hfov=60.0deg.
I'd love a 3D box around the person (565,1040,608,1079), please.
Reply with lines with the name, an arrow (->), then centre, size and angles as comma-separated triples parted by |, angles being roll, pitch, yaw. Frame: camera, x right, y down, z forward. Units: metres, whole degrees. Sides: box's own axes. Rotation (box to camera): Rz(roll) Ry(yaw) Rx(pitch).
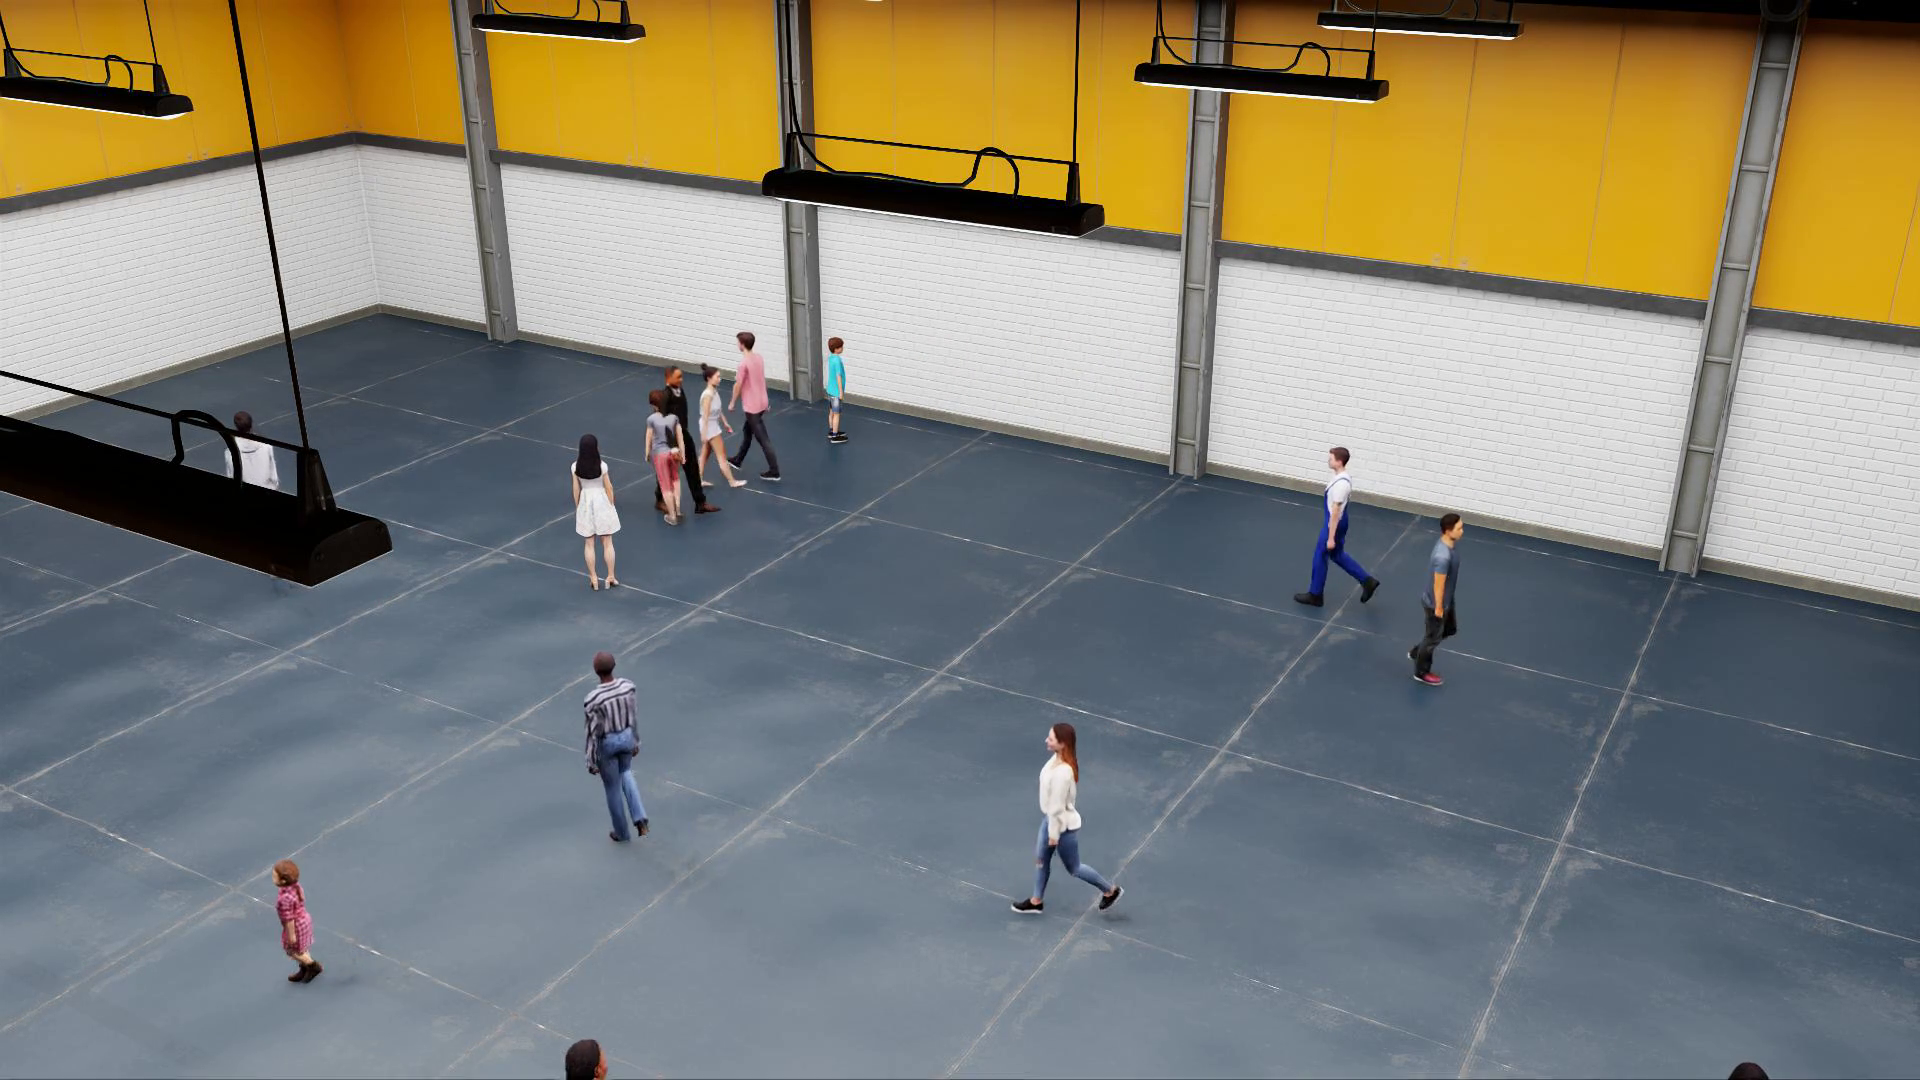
person -> -2.105, 3.584, 9.316 | 0.866, 1.665, 0.868 | 6, 24, 14

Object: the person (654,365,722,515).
person -> -3.503, -1.180, 19.949 | 1.088, 1.877, 0.721 | 12, 26, 25

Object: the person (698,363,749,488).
person -> -3.202, -1.413, 20.823 | 0.998, 1.605, 0.853 | -1, 24, -2

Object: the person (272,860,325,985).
person -> -4.757, 2.766, 11.999 | 0.587, 1.014, 0.529 | -3, 24, -6

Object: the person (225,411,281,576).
person -> -7.704, -0.476, 18.292 | 0.878, 1.915, 0.999 | -17, 29, -34

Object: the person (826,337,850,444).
person -> -1.688, -2.049, 22.472 | 0.653, 1.448, 0.582 | -8, 25, -18

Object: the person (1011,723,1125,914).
person -> 0.839, 2.158, 12.574 | 1.178, 1.667, 0.966 | 0, 24, 0

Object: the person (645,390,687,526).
person -> -3.467, -0.949, 19.731 | 0.761, 1.629, 0.844 | -13, 27, -26

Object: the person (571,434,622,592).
person -> -3.959, -0.302, 18.066 | 0.740, 1.776, 0.827 | 0, 24, -1

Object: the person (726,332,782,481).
person -> -2.502, -1.647, 20.967 | 1.167, 1.918, 0.746 | 8, 25, 18

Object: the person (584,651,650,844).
person -> -2.730, 1.727, 13.417 | 0.734, 1.783, 0.769 | -21, 31, -39

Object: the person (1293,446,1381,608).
person -> 4.043, -0.119, 17.577 | 1.143, 1.832, 0.746 | 8, 25, 18

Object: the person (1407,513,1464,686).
person -> 4.547, 0.551, 16.091 | 0.685, 1.796, 0.684 | 11, 26, 23
